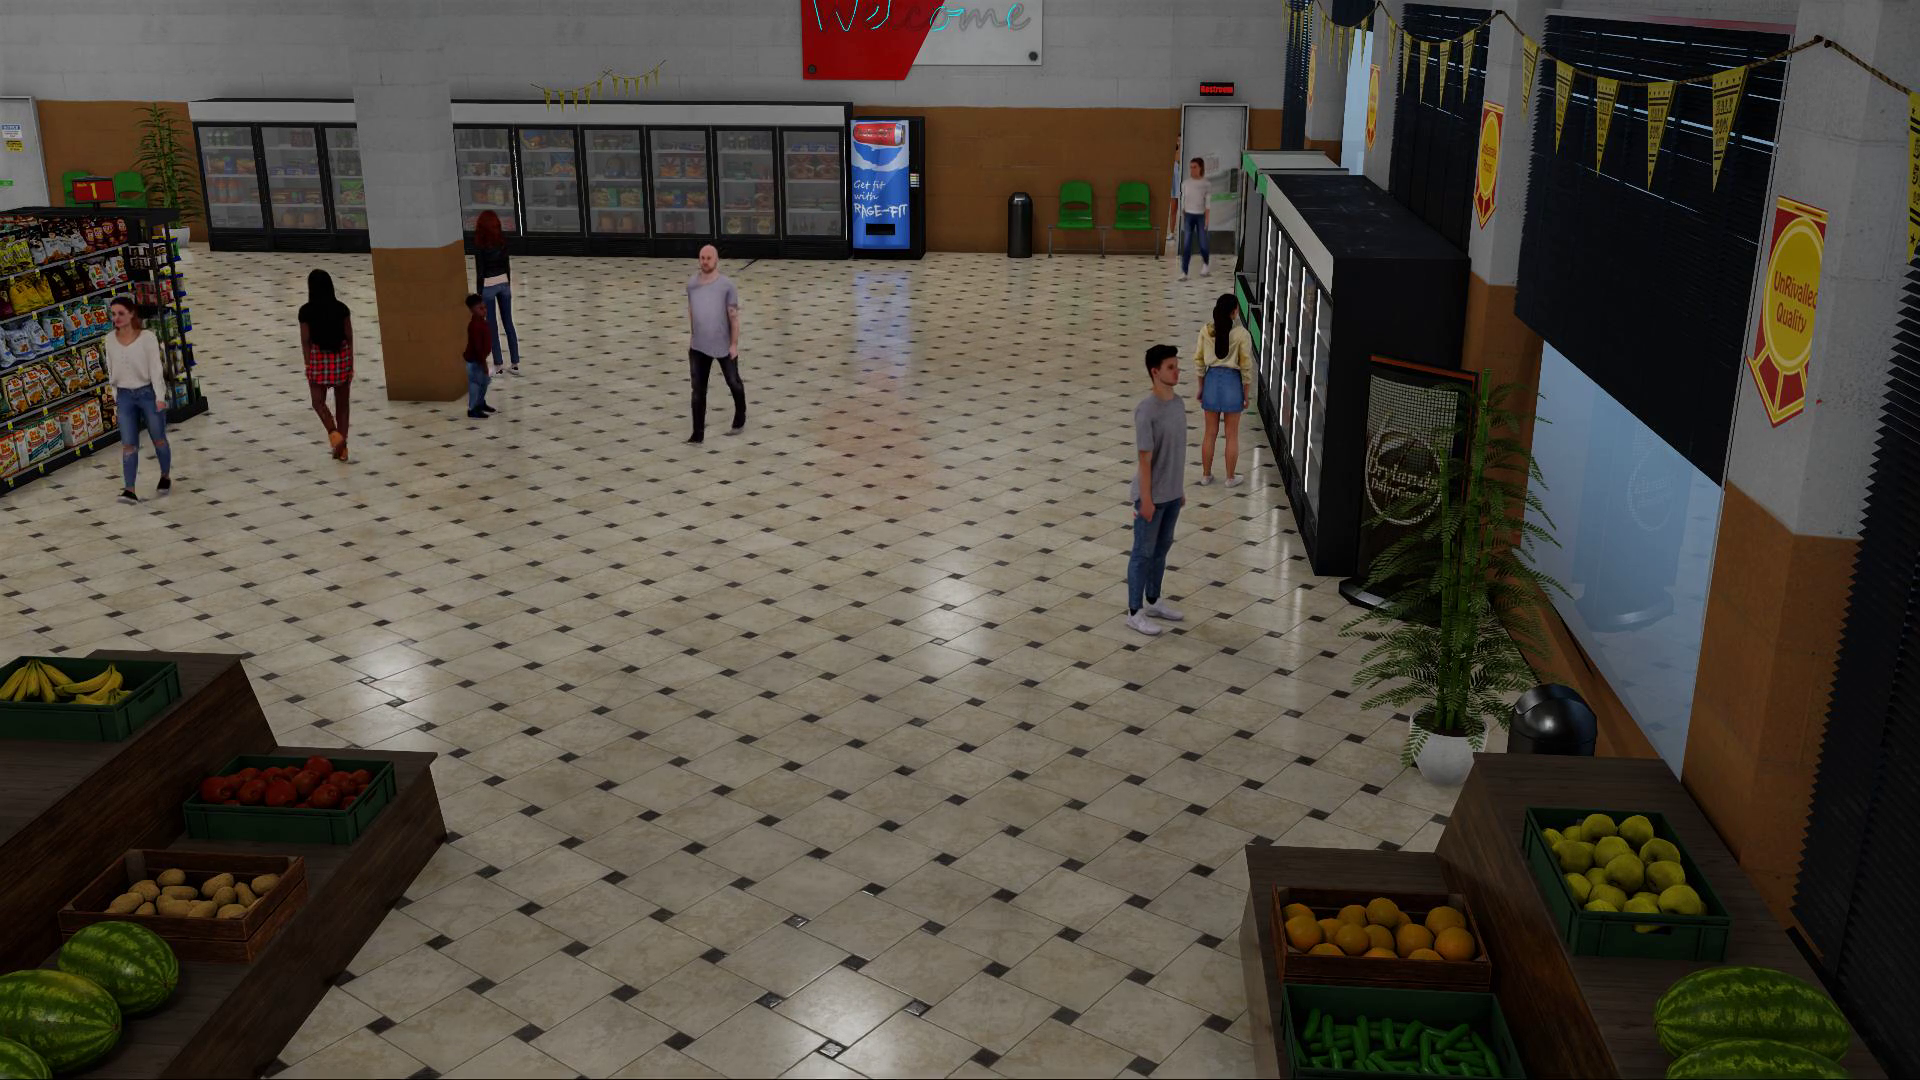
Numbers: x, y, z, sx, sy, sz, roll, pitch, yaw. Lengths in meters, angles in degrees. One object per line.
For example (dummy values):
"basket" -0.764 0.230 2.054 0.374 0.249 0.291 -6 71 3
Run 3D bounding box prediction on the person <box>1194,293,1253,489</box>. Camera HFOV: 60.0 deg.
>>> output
"person" 2.204 -1.258 13.973 0.710 1.630 0.664 9 20 24

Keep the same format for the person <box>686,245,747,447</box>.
"person" -2.228 -1.803 15.348 0.754 1.783 1.269 4 19 10

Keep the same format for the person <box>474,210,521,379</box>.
"person" -4.990 -2.644 17.836 0.717 1.787 0.634 16 25 40

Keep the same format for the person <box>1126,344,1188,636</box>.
"person" 1.288 -0.347 10.863 0.817 1.890 0.695 13 22 33

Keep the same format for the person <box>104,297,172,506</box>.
"person" -6.669 -1.149 13.614 0.757 1.651 1.091 -2 19 -6

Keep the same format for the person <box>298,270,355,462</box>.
"person" -5.456 -1.477 14.498 0.910 1.708 0.998 -13 22 -33

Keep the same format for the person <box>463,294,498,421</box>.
"person" -4.716 -1.770 16.109 0.640 1.233 0.522 -6 20 -18

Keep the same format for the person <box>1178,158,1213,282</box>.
"person" 3.389 -4.540 23.616 0.850 1.687 1.174 8 20 22
